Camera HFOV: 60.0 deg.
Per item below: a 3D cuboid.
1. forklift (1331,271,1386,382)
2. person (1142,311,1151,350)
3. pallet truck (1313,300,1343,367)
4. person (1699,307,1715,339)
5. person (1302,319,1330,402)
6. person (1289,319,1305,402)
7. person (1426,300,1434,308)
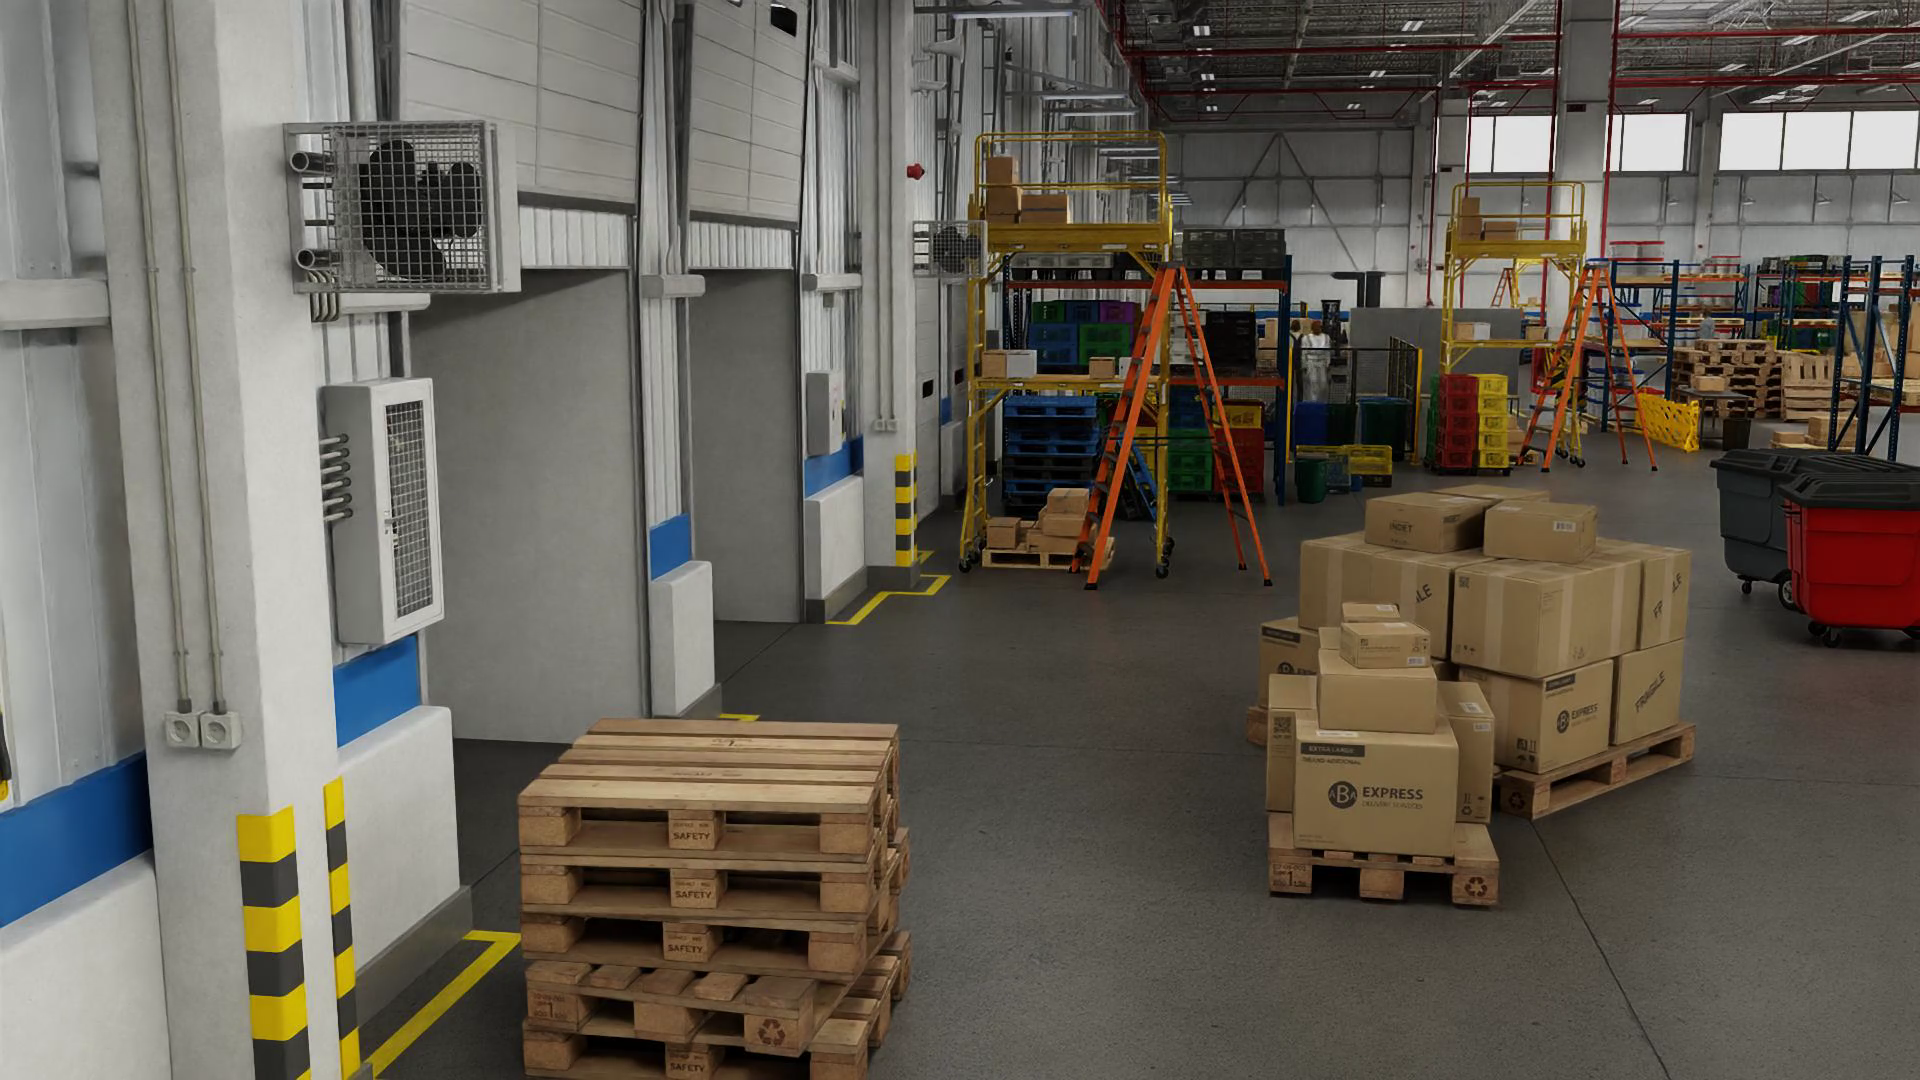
[{"bbox_3d":[10.436,-5.400,42.069,1.873,2.768,1.129,1,9,9],"label":"forklift"},{"bbox_3d":[5.472,-6.032,49.794,0.514,1.636,0.315,2,9,11],"label":"person"},{"bbox_3d":[11.159,-6.200,49.718,0.823,1.965,1.885,4,10,26],"label":"pallet truck"},{"bbox_3d":[18.702,-4.873,41.716,0.370,1.940,0.627,8,12,40],"label":"person"},{"bbox_3d":[7.265,-3.585,33.983,0.592,1.873,0.585,-2,9,-10],"label":"person"},{"bbox_3d":[6.900,-3.623,34.296,0.514,1.845,0.339,-1,9,-7],"label":"person"},{"bbox_3d":[14.711,-6.543,52.074,0.642,1.911,0.688,-1,9,-8],"label":"person"}]
